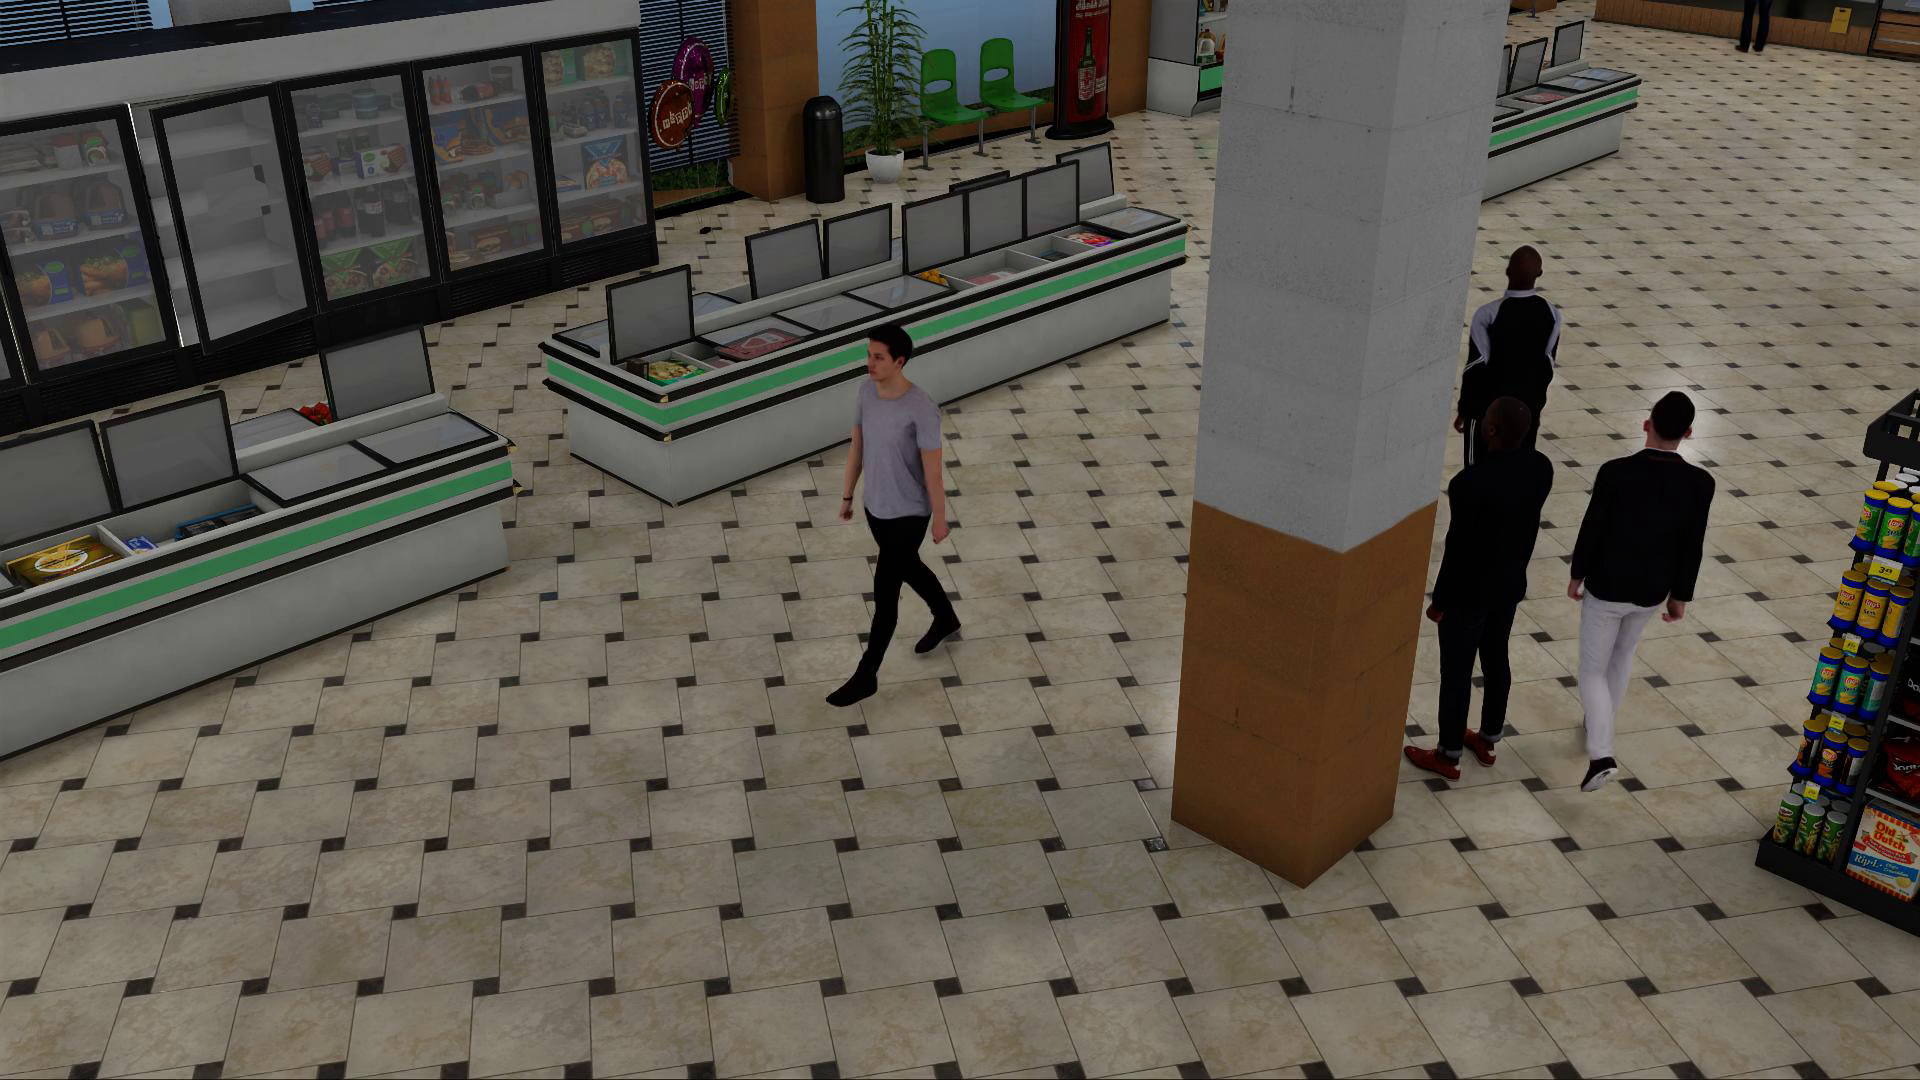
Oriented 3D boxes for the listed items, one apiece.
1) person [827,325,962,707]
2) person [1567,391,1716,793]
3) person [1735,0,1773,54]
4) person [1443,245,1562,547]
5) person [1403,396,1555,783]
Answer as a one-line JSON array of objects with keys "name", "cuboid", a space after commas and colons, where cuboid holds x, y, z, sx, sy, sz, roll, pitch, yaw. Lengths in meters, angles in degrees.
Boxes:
[{"name": "person", "cuboid": [-0.235, -0.158, 8.028, 1.180, 1.821, 0.701, -23, 35, -38]}, {"name": "person", "cuboid": [2.892, 0.264, 7.197, 1.044, 1.818, 1.168, 4, 27, 8]}, {"name": "person", "cuboid": [10.945, -7.590, 22.692, 0.792, 1.813, 0.844, 1, 27, 2]}, {"name": "person", "cuboid": [3.000, -0.738, 9.163, 0.726, 1.828, 0.786, 0, 27, 0]}, {"name": "person", "cuboid": [2.292, 0.221, 7.284, 0.642, 1.817, 0.818, -14, 30, -25]}]
